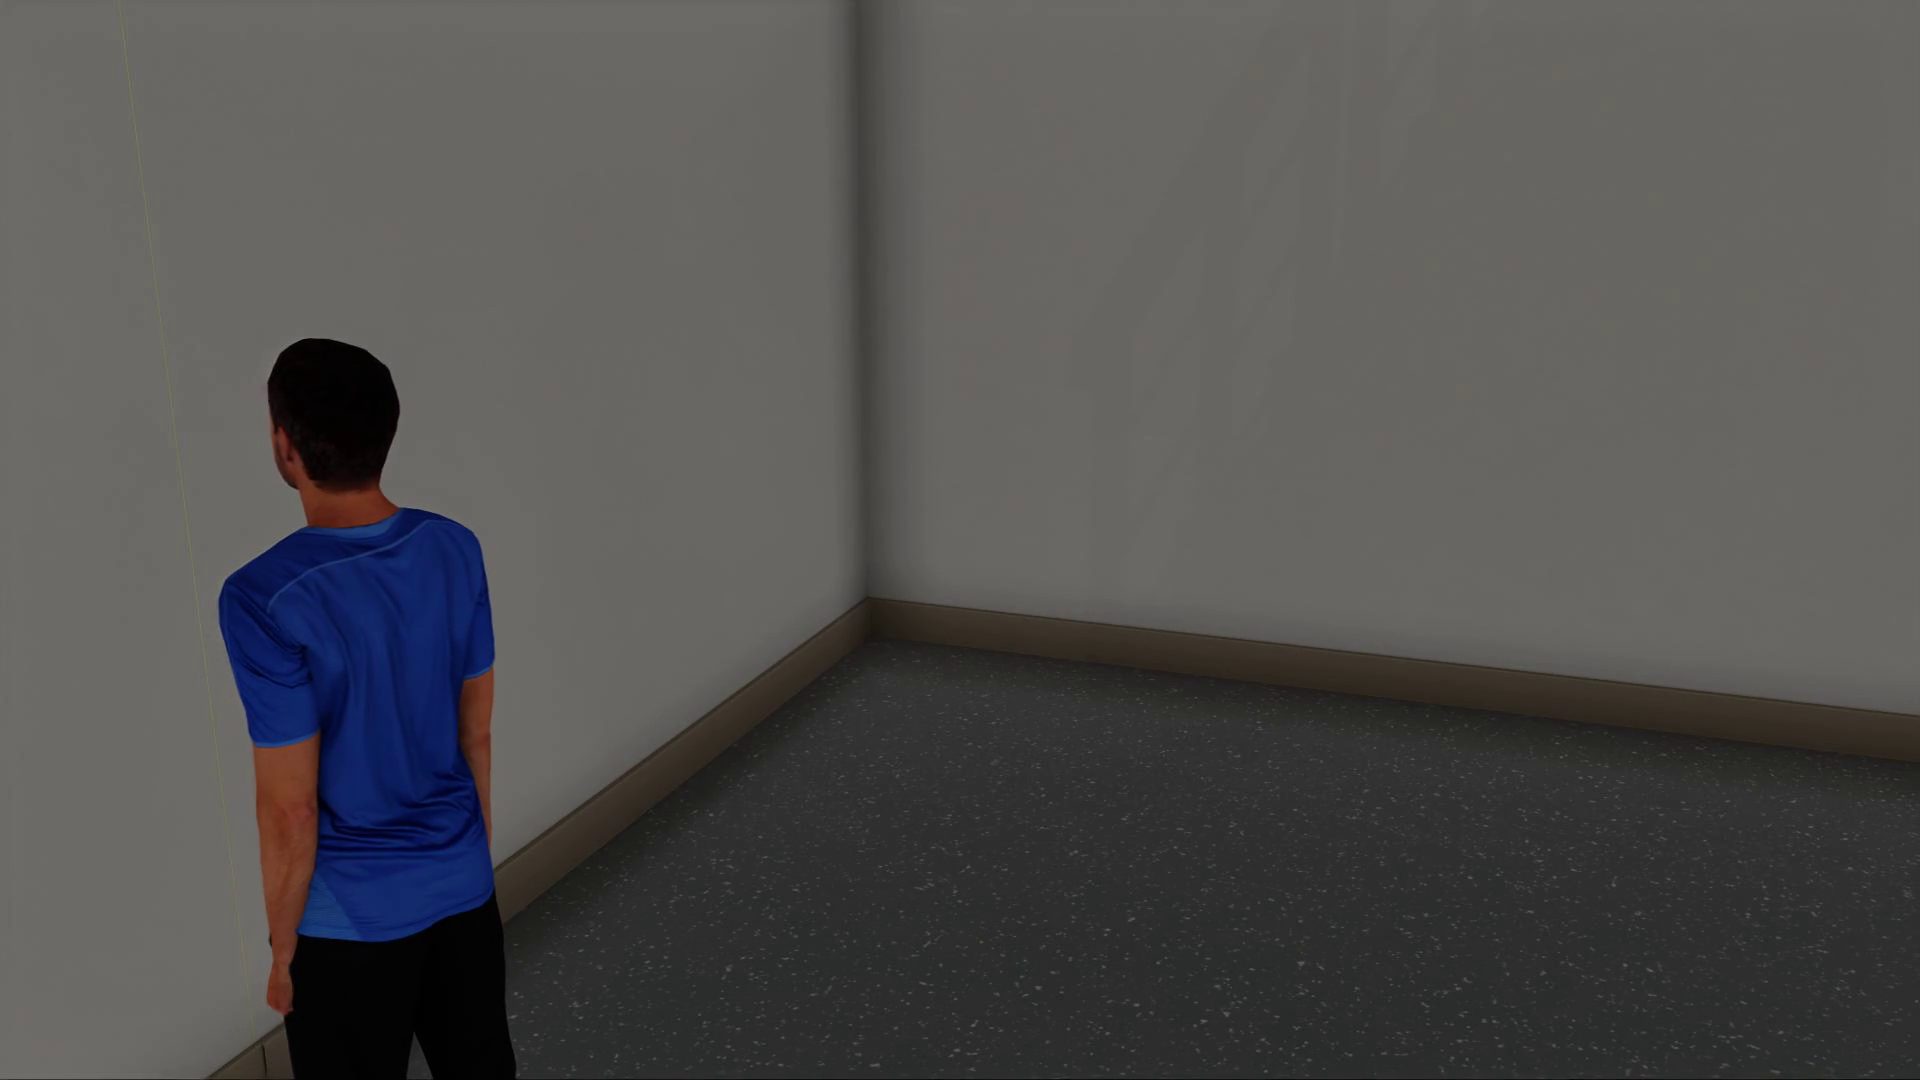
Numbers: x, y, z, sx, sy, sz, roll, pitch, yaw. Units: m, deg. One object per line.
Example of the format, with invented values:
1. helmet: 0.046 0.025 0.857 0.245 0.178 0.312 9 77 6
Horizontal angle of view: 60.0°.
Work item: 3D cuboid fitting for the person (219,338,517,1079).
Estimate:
1. person: -0.934 0.597 2.745 0.725 1.869 0.584 11 19 33
